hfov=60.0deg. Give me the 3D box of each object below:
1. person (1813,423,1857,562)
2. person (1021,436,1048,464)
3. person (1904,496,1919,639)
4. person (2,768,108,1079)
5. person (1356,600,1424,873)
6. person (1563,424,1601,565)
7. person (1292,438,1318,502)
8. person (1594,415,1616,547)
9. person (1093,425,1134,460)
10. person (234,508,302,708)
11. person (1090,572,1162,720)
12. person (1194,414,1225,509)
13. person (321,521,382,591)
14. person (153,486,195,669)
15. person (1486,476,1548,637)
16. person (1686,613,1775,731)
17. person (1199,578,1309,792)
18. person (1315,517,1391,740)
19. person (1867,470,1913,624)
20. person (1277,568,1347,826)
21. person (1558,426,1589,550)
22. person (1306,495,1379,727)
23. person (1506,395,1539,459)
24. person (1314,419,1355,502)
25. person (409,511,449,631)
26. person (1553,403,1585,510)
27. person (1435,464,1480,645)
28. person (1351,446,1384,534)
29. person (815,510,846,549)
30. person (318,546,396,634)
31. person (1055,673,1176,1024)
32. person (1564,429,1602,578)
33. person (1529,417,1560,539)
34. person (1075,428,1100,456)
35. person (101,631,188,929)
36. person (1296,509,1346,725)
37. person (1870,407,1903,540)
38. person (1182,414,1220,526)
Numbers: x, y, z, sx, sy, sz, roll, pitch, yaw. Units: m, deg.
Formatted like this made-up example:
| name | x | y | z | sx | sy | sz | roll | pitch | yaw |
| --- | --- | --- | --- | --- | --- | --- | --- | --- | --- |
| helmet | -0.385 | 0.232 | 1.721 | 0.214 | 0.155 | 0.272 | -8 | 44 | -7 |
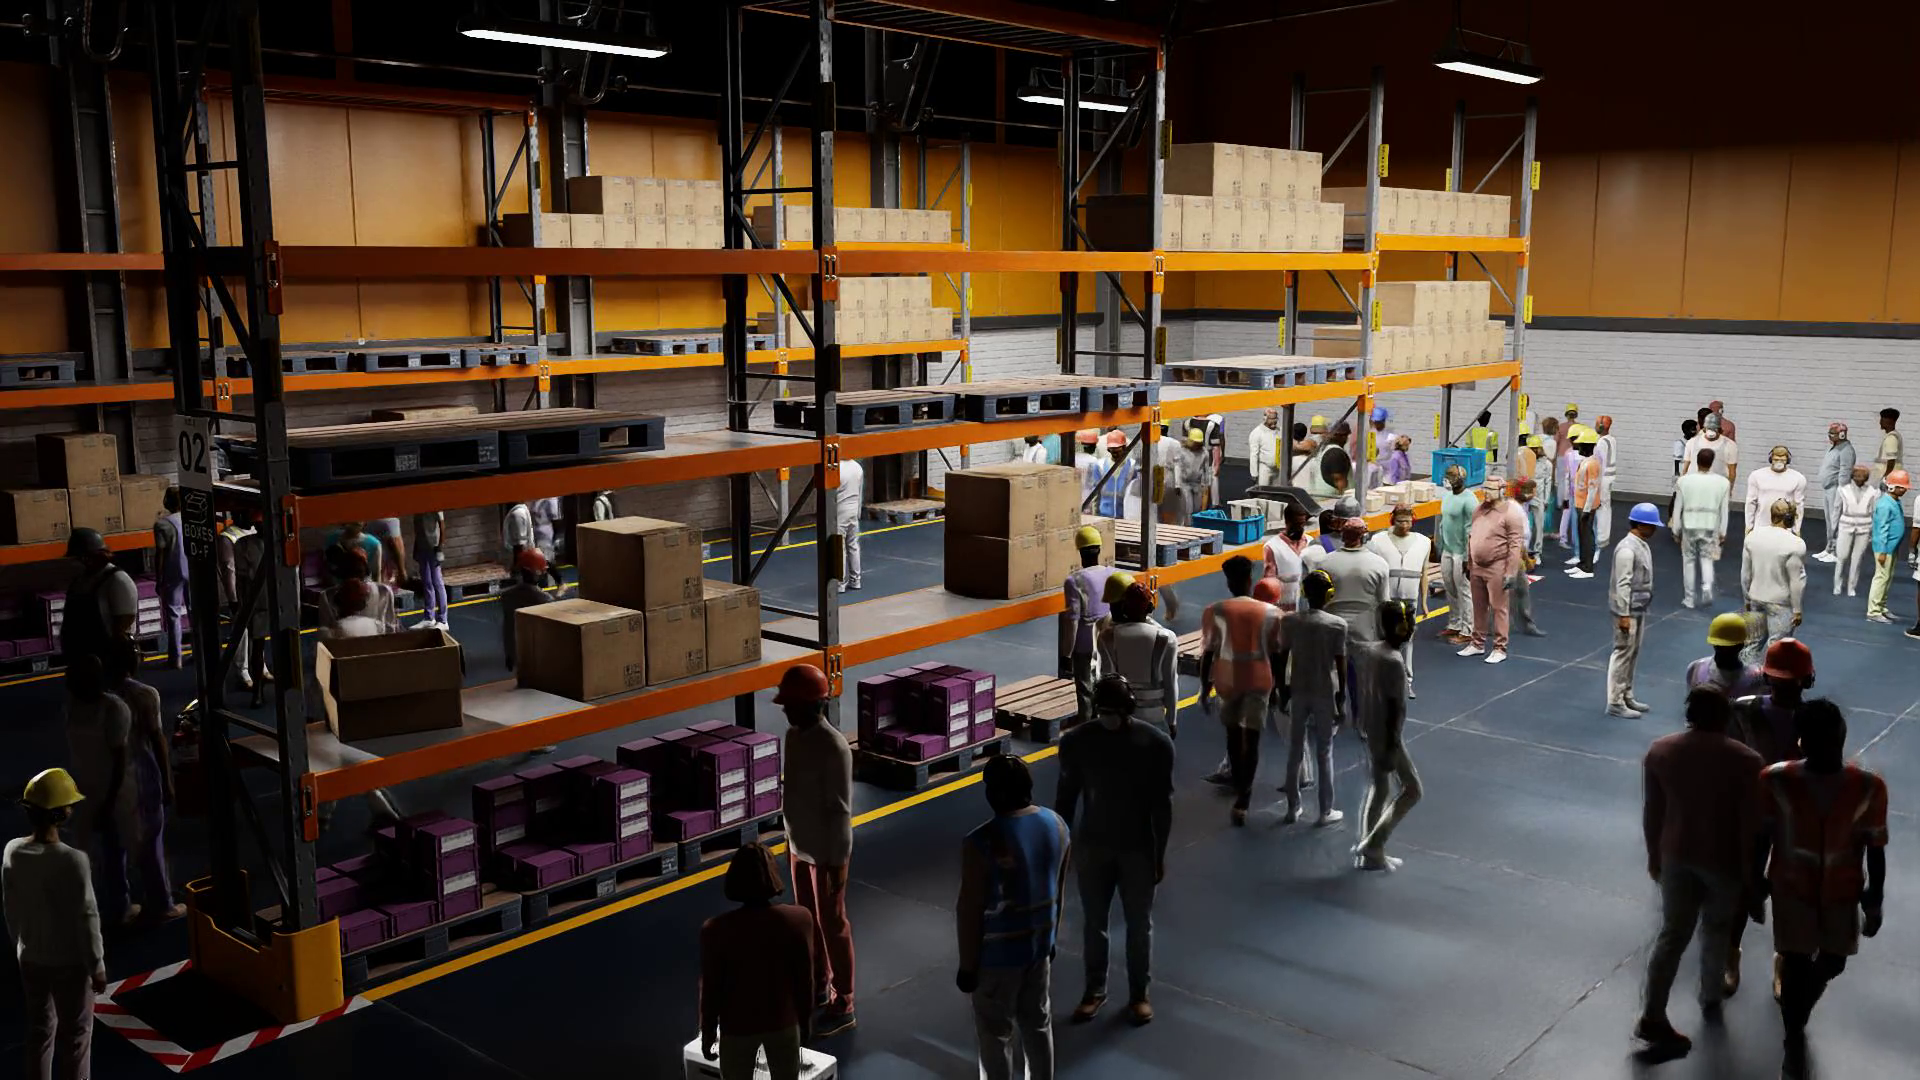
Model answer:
| name | x | y | z | sx | sy | sz | roll | pitch | yaw |
| --- | --- | --- | --- | --- | --- | --- | --- | --- | --- |
| person | 11.872 | -0.646 | 22.581 | 0.401 | 1.900 | 0.642 | 2 | 10 | 12 |
| person | 0.985 | -0.674 | 22.818 | 0.414 | 1.877 | 0.600 | -4 | 10 | -25 |
| person | 10.533 | 0.104 | 17.927 | 0.610 | 1.958 | 0.367 | 0 | 10 | 0 |
| person | -4.148 | 1.921 | 7.676 | 0.543 | 1.759 | 0.365 | 4 | 10 | 23 |
| person | 2.870 | 1.307 | 11.057 | 0.418 | 1.847 | 0.500 | -2 | 10 | -9 |
| person | 8.371 | -0.599 | 22.324 | 0.465 | 1.895 | 0.651 | -3 | 10 | -17 |
| person | 4.862 | -0.650 | 23.515 | 0.515 | 1.582 | 0.854 | 5 | 11 | 29 |
| person | 9.180 | -0.841 | 23.772 | 0.337 | 1.882 | 0.585 | 7 | 12 | 34 |
| person | 2.156 | -0.828 | 23.451 | 0.617 | 1.970 | 0.523 | 2 | 10 | 10 |
| person | -6.309 | 0.571 | 15.183 | 0.552 | 1.935 | 0.374 | -4 | 10 | -21 |
| person | 1.160 | 1.162 | 11.741 | 0.591 | 1.912 | 0.399 | 7 | 12 | 38 |
| person | 4.098 | -1.434 | 27.424 | 0.563 | 1.847 | 0.388 | 5 | 11 | 30 |
| person | -5.714 | 0.545 | 15.729 | 0.627 | 1.801 | 0.705 | 2 | 10 | 14 |
| person | -7.806 | 0.375 | 16.671 | 0.355 | 1.834 | 0.524 | 8 | 12 | 38 |
| person | 5.968 | 0.191 | 17.898 | 0.679 | 1.794 | 0.628 | 4 | 10 | 24 |
| person | 4.900 | 1.373 | 10.618 | 1.020 | 1.878 | 0.601 | -9 | 13 | -43 |
| person | 2.297 | 1.113 | 12.669 | 0.876 | 1.690 | 0.575 | -3 | 10 | -18 |
| person | 3.340 | 0.752 | 14.191 | 0.638 | 1.910 | 0.407 | 3 | 10 | 17 |
| person | 10.488 | 0.073 | 18.756 | 0.351 | 1.738 | 0.573 | 8 | 12 | 40 |
| person | 2.552 | 1.131 | 12.042 | 0.513 | 1.871 | 0.329 | 5 | 11 | 28 |
| person | 8.763 | -0.742 | 23.565 | 0.527 | 1.761 | 0.333 | -5 | 11 | -26 |
| person | 3.380 | 0.612 | 14.628 | 0.674 | 2.000 | 0.535 | 5 | 11 | 30 |
| person | 9.375 | -1.499 | 27.743 | 0.574 | 1.876 | 0.355 | -3 | 10 | -18 |
| person | 4.950 | -0.594 | 21.832 | 0.551 | 2.000 | 0.736 | -1 | 10 | -5 |
| person | -5.837 | 0.097 | 18.237 | 0.520 | 1.865 | 0.333 | 9 | 13 | 41 |
| person | 9.964 | -1.356 | 27.230 | 0.540 | 1.760 | 0.342 | 1 | 10 | 7 |
| person | 5.311 | 0.148 | 17.760 | 0.381 | 1.929 | 0.628 | -2 | 10 | -12 |
| person | 5.446 | -0.499 | 22.539 | 0.551 | 1.619 | 0.452 | 5 | 11 | 27 |
| person | -1.779 | -0.670 | 22.735 | 0.444 | 1.884 | 0.674 | 0 | 10 | -2 |
| person | -4.658 | 0.978 | 12.915 | 0.581 | 1.882 | 0.339 | -6 | 11 | -31 |
| person | 0.821 | 1.637 | 8.870 | 0.640 | 1.927 | 0.367 | 2 | 10 | 11 |
| person | 8.051 | -0.469 | 21.414 | 0.359 | 1.930 | 0.587 | 2 | 10 | 11 |
| person | 8.546 | -0.894 | 24.328 | 0.590 | 1.814 | 0.597 | -3 | 10 | -18 |
| person | 2.014 | -1.312 | 26.956 | 0.526 | 1.762 | 0.340 | 1 | 10 | 3 |
| person | -5.048 | 1.467 | 10.131 | 0.504 | 1.839 | 0.344 | 1 | 10 | 4 |
| person | 3.231 | 0.683 | 14.618 | 0.598 | 1.908 | 0.401 | -3 | 10 | -15 |
| person | 13.451 | -0.942 | 24.129 | 0.362 | 1.963 | 0.613 | 6 | 11 | 31 |
| person | 3.683 | -1.188 | 25.419 | 0.613 | 2.033 | 0.411 | 5 | 11 | 29 |
